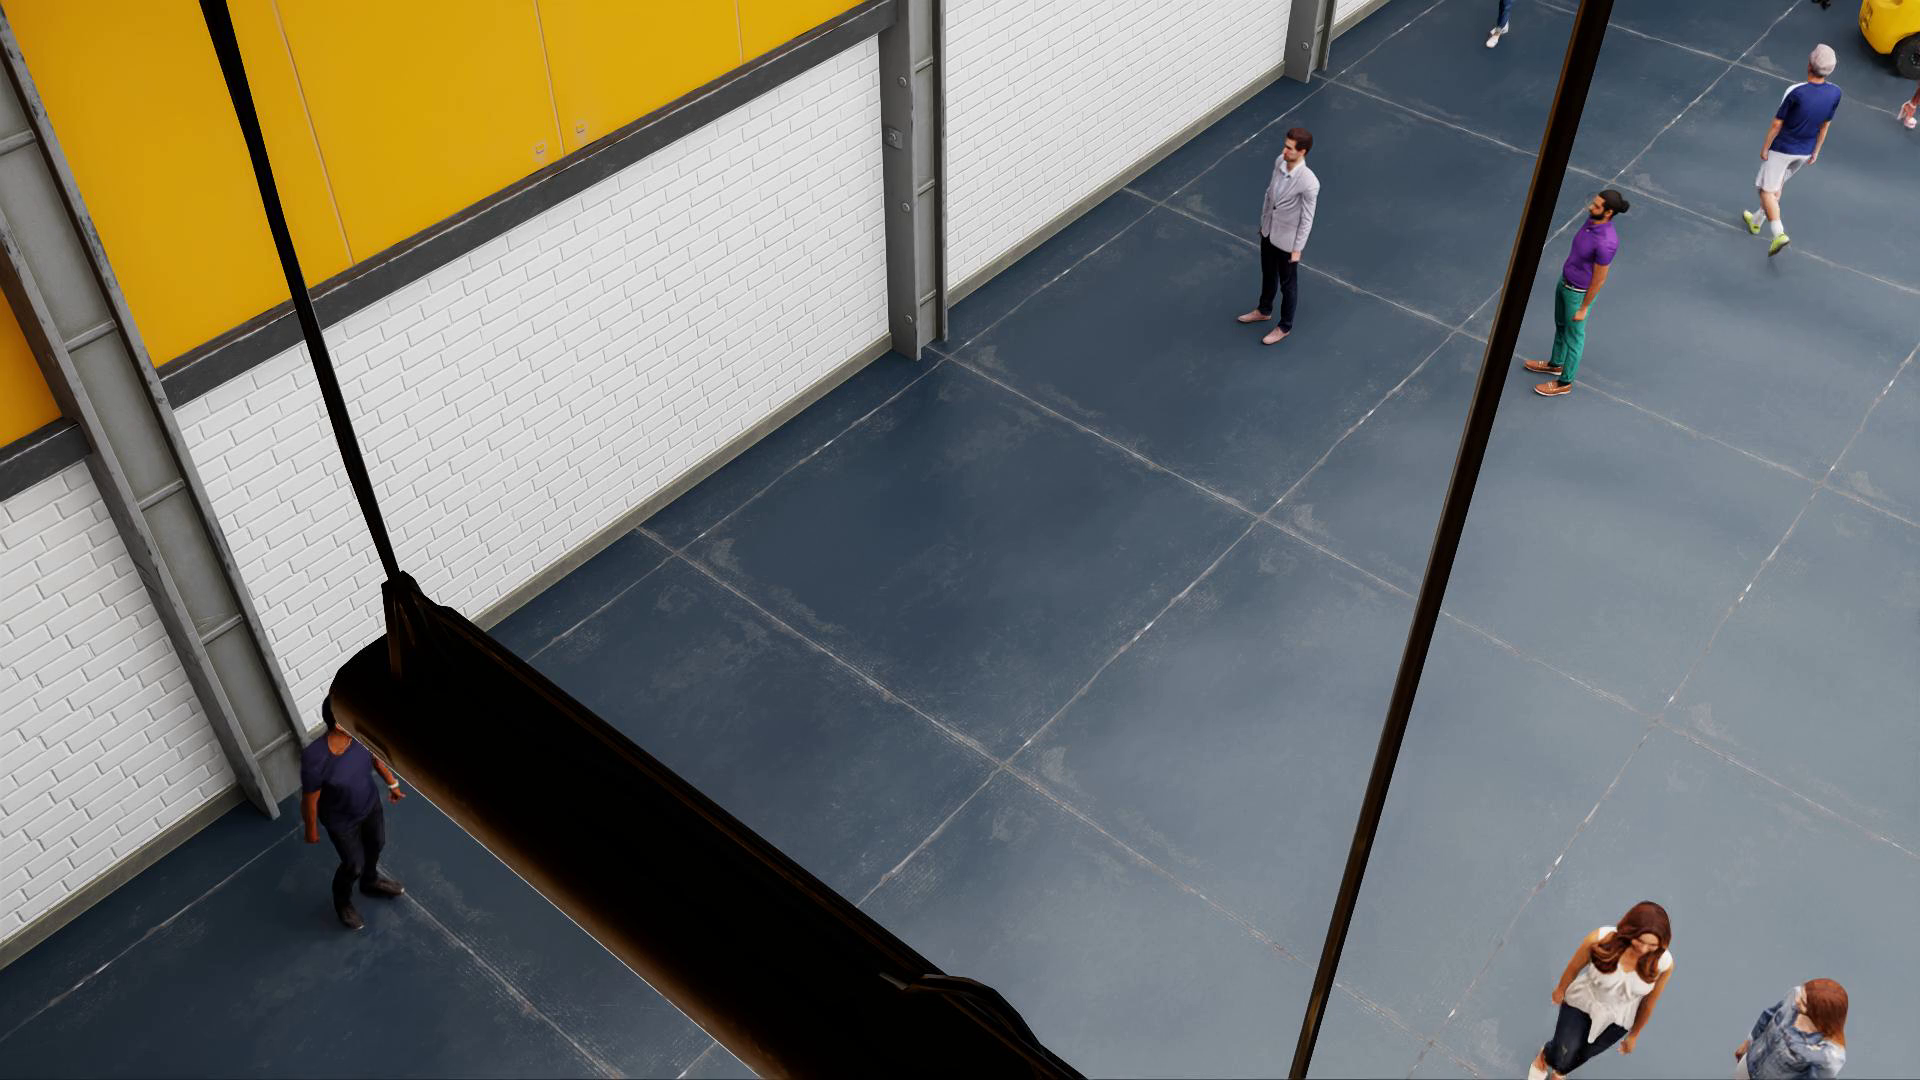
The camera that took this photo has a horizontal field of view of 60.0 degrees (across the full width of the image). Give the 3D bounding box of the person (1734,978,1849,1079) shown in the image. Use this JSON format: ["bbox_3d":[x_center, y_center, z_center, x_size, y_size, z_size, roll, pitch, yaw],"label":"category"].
[{"bbox_3d":[3.941,2.594,8.021,0.732,1.699,0.678,-4,44,-5],"label":"person"}]

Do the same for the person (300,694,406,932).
[{"bbox_3d":[-3.411,1.476,9.162,0.840,1.743,0.664,32,52,29],"label":"person"}]

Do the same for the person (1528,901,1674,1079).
[{"bbox_3d":[3.217,2.260,8.320,0.678,1.771,0.708,14,45,14],"label":"person"}]

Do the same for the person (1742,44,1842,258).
[{"bbox_3d":[7.074,-3.261,14.087,1.083,1.810,1.142,-4,44,-4],"label":"person"}]

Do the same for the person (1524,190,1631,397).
[{"bbox_3d":[4.738,-1.905,12.693,0.781,1.768,0.707,0,44,0],"label":"person"}]

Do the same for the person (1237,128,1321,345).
[{"bbox_3d":[2.578,-2.434,13.187,0.723,1.852,0.754,-20,47,-19],"label":"person"}]
